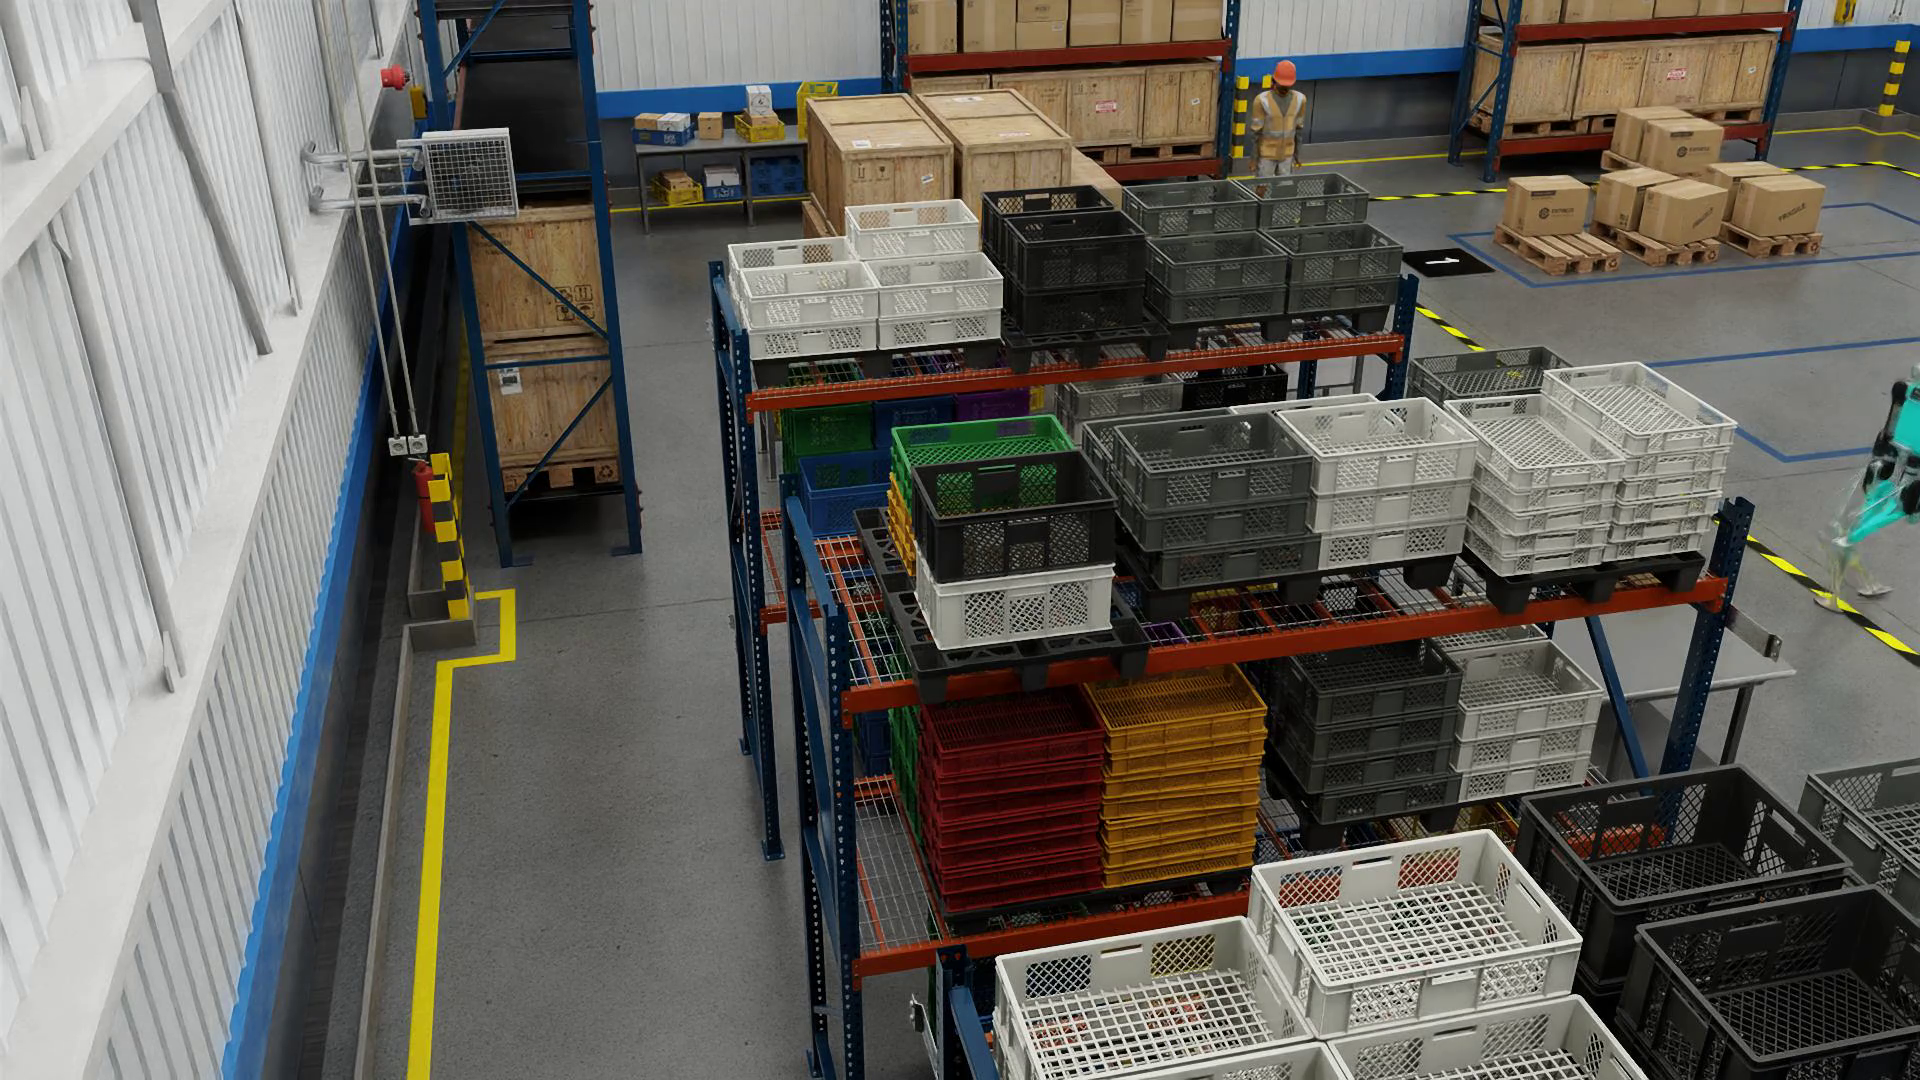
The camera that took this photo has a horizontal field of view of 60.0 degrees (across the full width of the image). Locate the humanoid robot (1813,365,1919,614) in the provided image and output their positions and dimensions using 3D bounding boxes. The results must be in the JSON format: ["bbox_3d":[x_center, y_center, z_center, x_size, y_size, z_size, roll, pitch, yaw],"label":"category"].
[{"bbox_3d":[6.041,-0.295,11.062,0.975,1.762,0.530,-8,29,-16],"label":"humanoid robot"}]

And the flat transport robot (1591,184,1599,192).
[{"bbox_3d":[8.473,-4.287,20.150,1.431,0.197,0.652,-6,28,-12],"label":"flat transport robot"}]

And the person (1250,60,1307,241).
[{"bbox_3d":[3.460,-4.204,18.136,0.607,2.030,0.406,-6,28,-11],"label":"person"}]

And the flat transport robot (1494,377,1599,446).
[{"bbox_3d":[4.780,-1.036,14.013,0.659,0.231,1.431,-6,28,-12],"label":"flat transport robot"}]
